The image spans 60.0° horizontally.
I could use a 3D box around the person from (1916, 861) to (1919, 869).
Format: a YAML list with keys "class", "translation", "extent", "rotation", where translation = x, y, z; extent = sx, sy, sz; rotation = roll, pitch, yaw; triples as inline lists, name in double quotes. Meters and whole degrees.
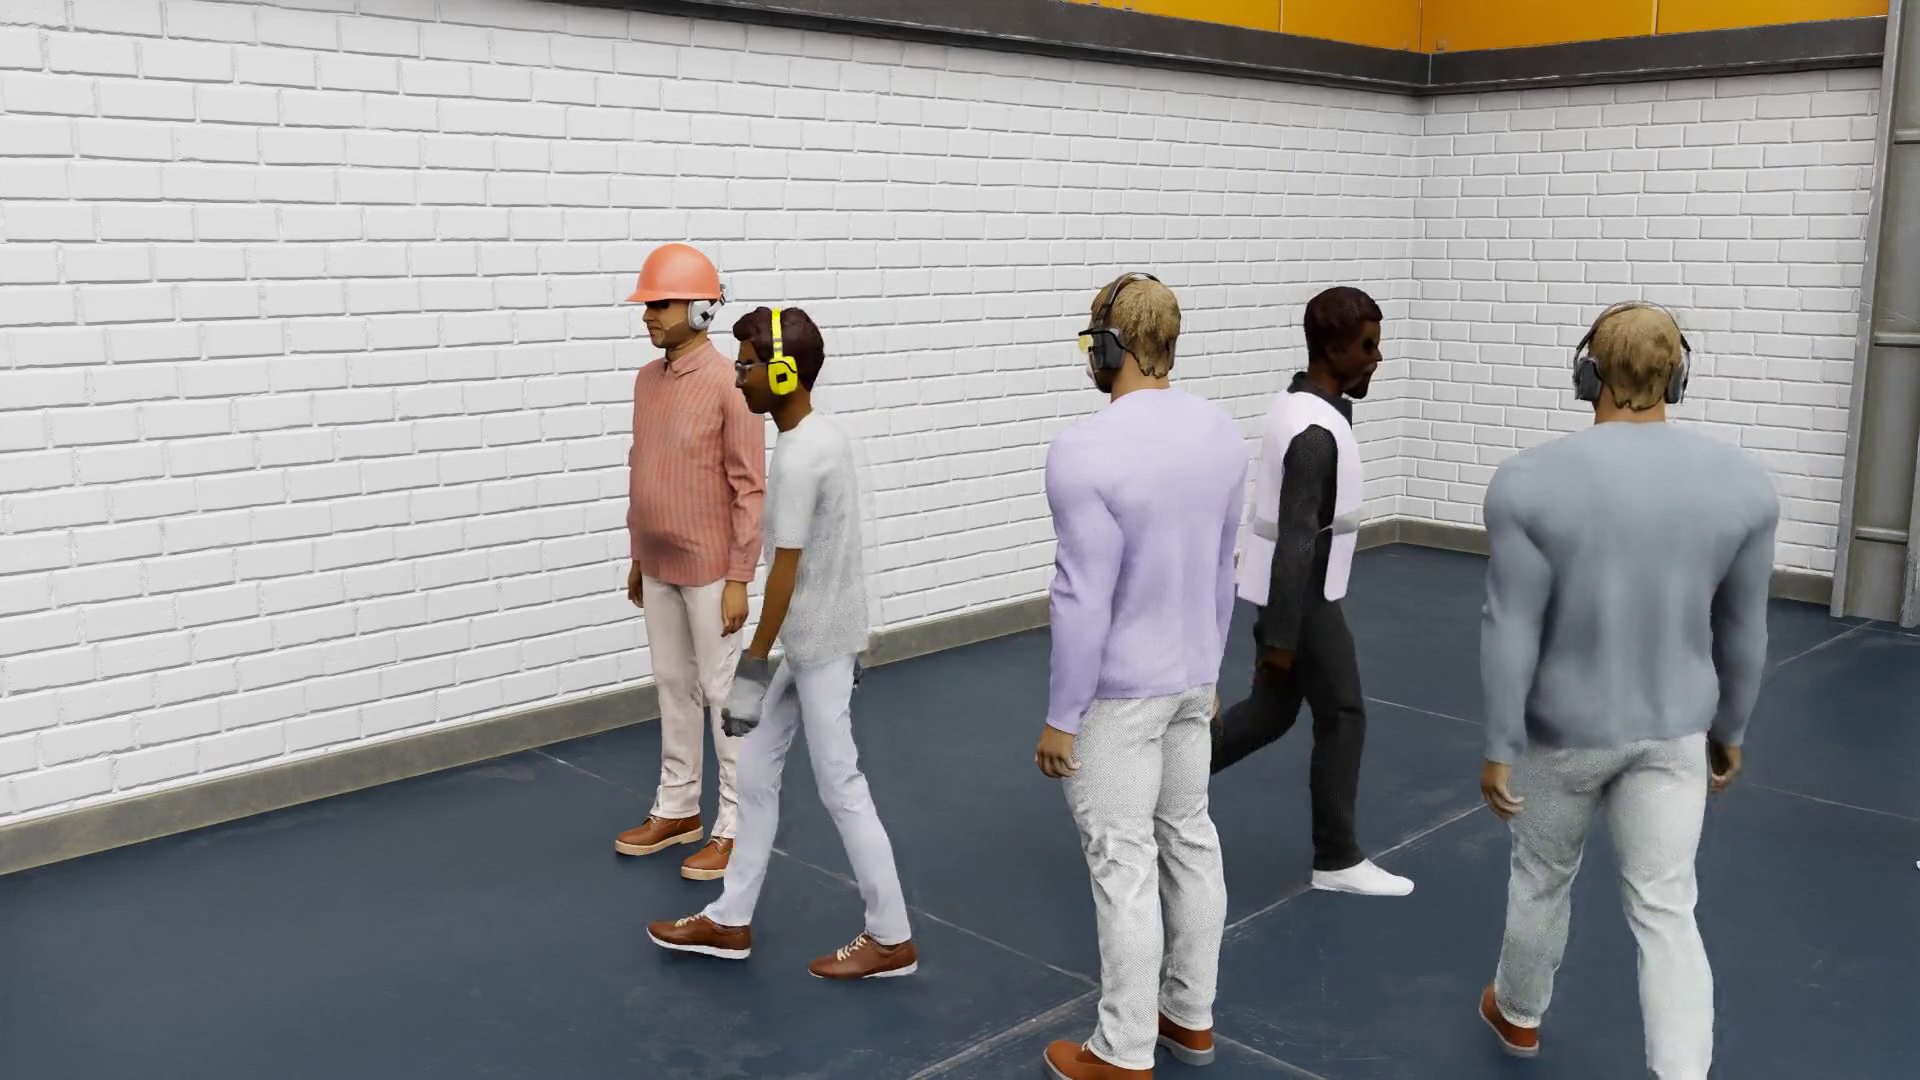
- class: "person"
  translation: [3.269, 0.209, 5.218]
  extent: [0.294, 1.744, 0.486]
  rotation: [9, 13, 39]

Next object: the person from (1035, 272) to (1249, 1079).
- class: "person"
  translation: [0.417, 0.352, 3.902]
  extent: [0.631, 1.938, 0.362]
  rotation: [-10, 15, -44]

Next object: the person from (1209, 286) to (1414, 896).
- class: "person"
  translation: [0.951, 0.175, 5.027]
  extent: [0.847, 1.881, 0.623]
  rotation: [1, 10, 4]

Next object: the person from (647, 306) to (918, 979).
- class: "person"
  translation: [-0.512, 0.309, 4.420]
  extent: [0.868, 1.831, 0.535]
  rotation: [0, 10, -1]

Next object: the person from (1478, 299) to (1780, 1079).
- class: "person"
  translation: [1.470, 0.412, 3.722]
  extent: [0.646, 1.894, 0.990]
  rotation: [1, 10, 5]

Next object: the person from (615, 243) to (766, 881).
- class: "person"
  translation: [-0.859, 0.070, 5.285]
  extent: [0.609, 1.995, 0.376]
  rotation: [9, 14, 42]
